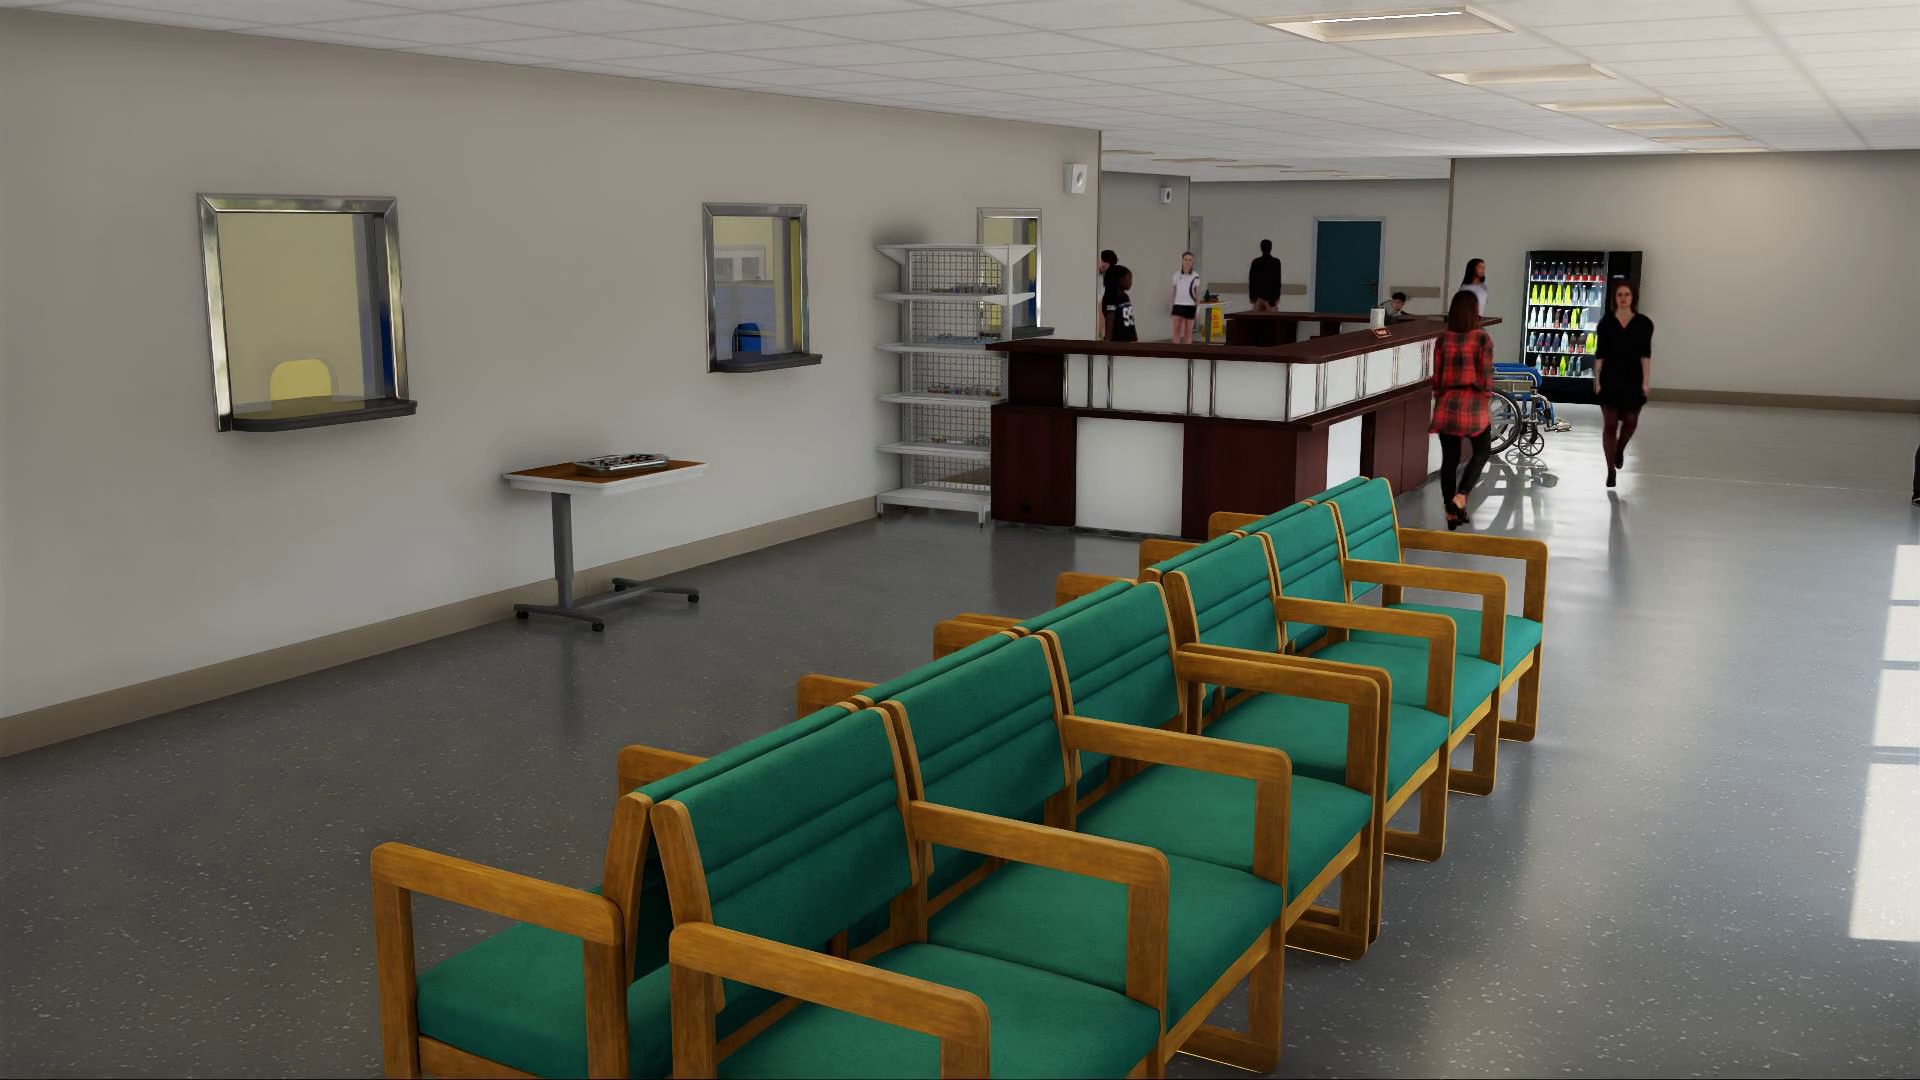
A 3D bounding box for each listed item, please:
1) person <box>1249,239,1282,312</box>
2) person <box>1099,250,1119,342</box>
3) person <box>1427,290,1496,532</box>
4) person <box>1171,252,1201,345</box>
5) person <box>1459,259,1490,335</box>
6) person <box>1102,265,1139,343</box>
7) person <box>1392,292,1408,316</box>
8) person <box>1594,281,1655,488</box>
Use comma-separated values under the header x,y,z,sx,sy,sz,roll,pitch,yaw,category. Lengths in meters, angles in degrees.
x,y,z,sx,sy,sz,roll,pitch,yaw,category
4.865,-3.826,26.677,1.218,1.865,0.902,4,12,21,person
1.753,-2.178,18.105,1.334,1.823,1.041,1,11,7,person
3.495,-0.896,11.694,0.609,1.696,0.732,9,14,41,person
3.403,-3.443,25.039,0.896,1.724,0.805,2,11,12,person
6.327,-2.631,20.832,1.050,1.697,1.215,-5,12,-23,person
1.562,-1.971,17.361,1.201,1.695,0.726,4,12,22,person
6.140,-2.875,23.410,0.492,1.215,0.592,8,13,37,person
5.476,-1.293,13.786,0.718,1.695,0.724,4,11,18,person
